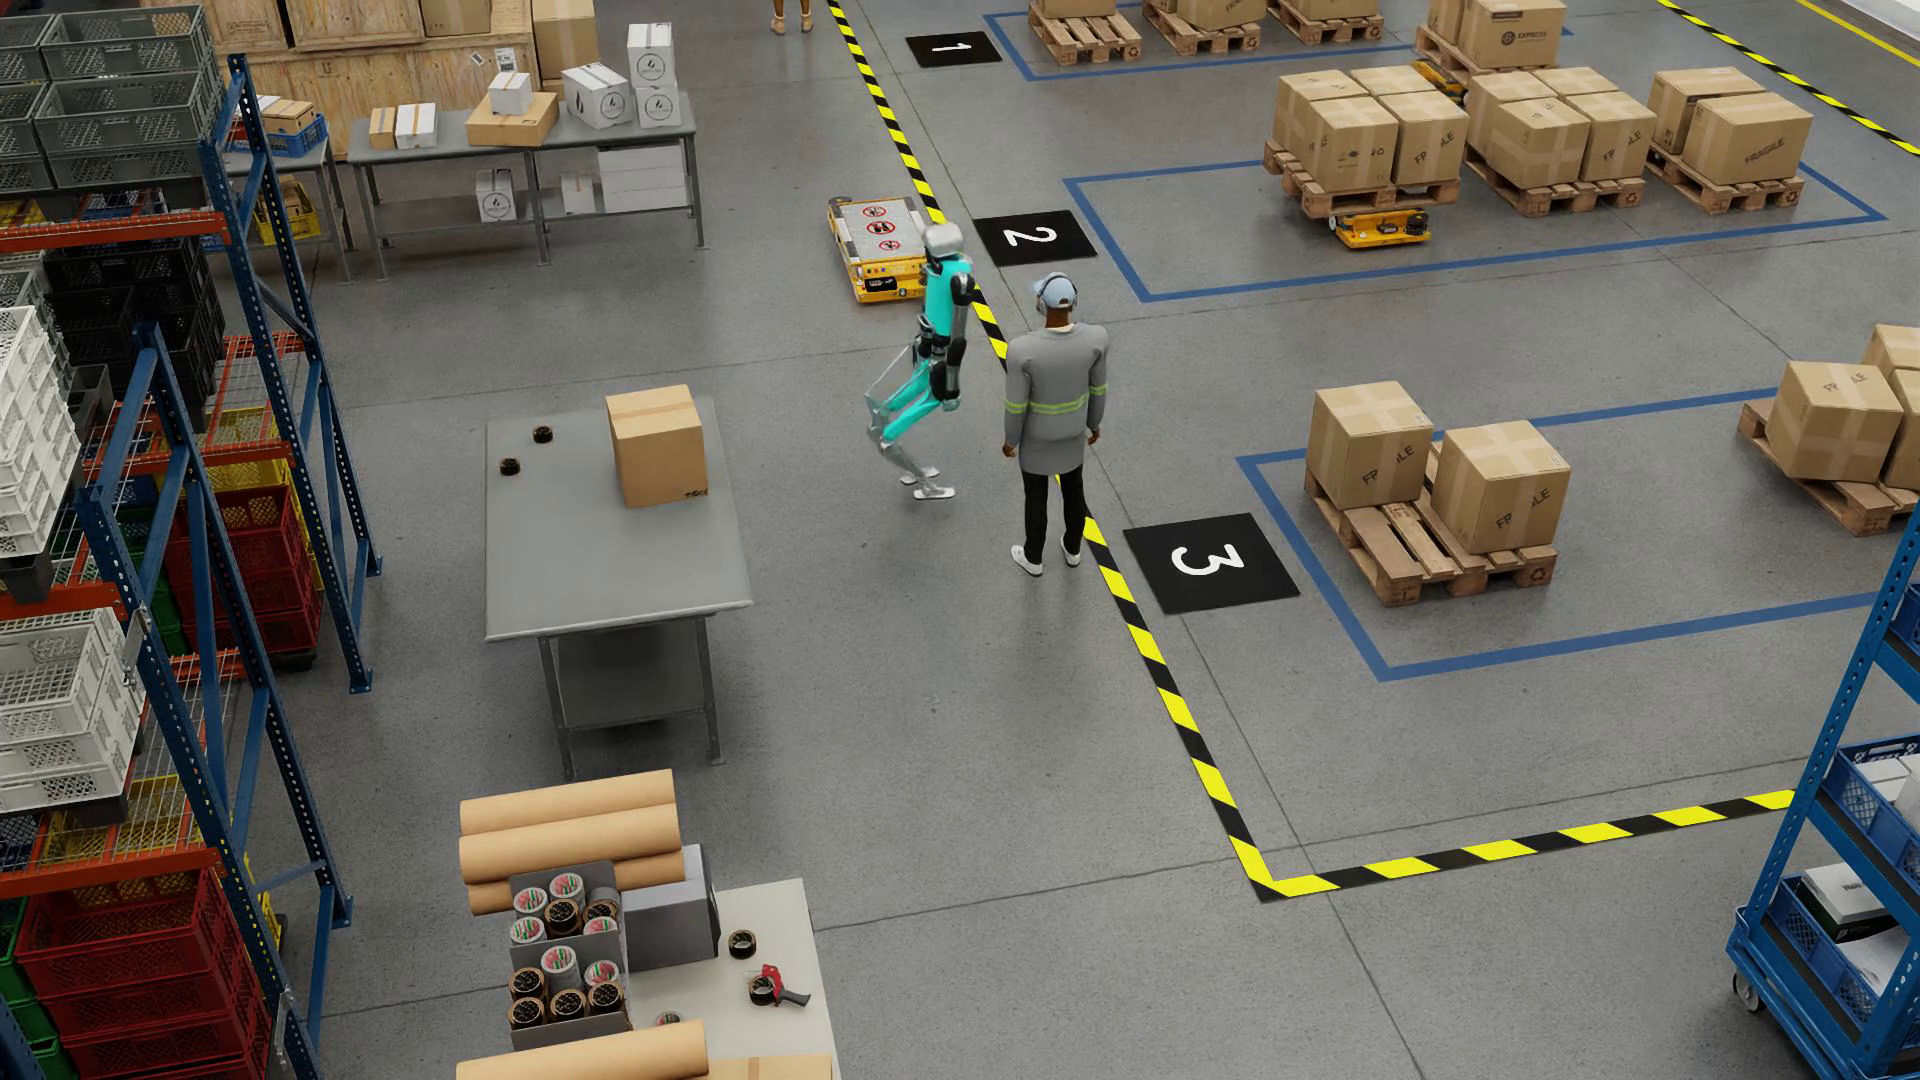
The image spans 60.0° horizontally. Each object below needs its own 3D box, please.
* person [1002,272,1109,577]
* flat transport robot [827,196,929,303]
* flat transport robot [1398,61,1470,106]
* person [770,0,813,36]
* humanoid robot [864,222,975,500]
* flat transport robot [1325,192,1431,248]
[{"bbox_3d":[0.500,-0.628,9.070,0.596,1.850,0.385,-12,38,-16],"label":"person"},{"bbox_3d":[-0.570,-2.220,12.538,0.659,0.231,1.431,-8,37,-10],"label":"flat transport robot"},{"bbox_3d":[4.825,-4.243,15.232,1.431,0.197,0.652,-8,37,-10],"label":"flat transport robot"},{"bbox_3d":[-1.685,-5.894,15.988,0.606,2.048,0.365,-8,37,-11],"label":"person"},{"bbox_3d":[-0.287,-0.978,9.526,0.735,1.677,0.533,-12,38,-16],"label":"humanoid robot"},{"bbox_3d":[3.134,-2.740,13.213,0.652,0.197,1.431,-8,37,-10],"label":"flat transport robot"}]
